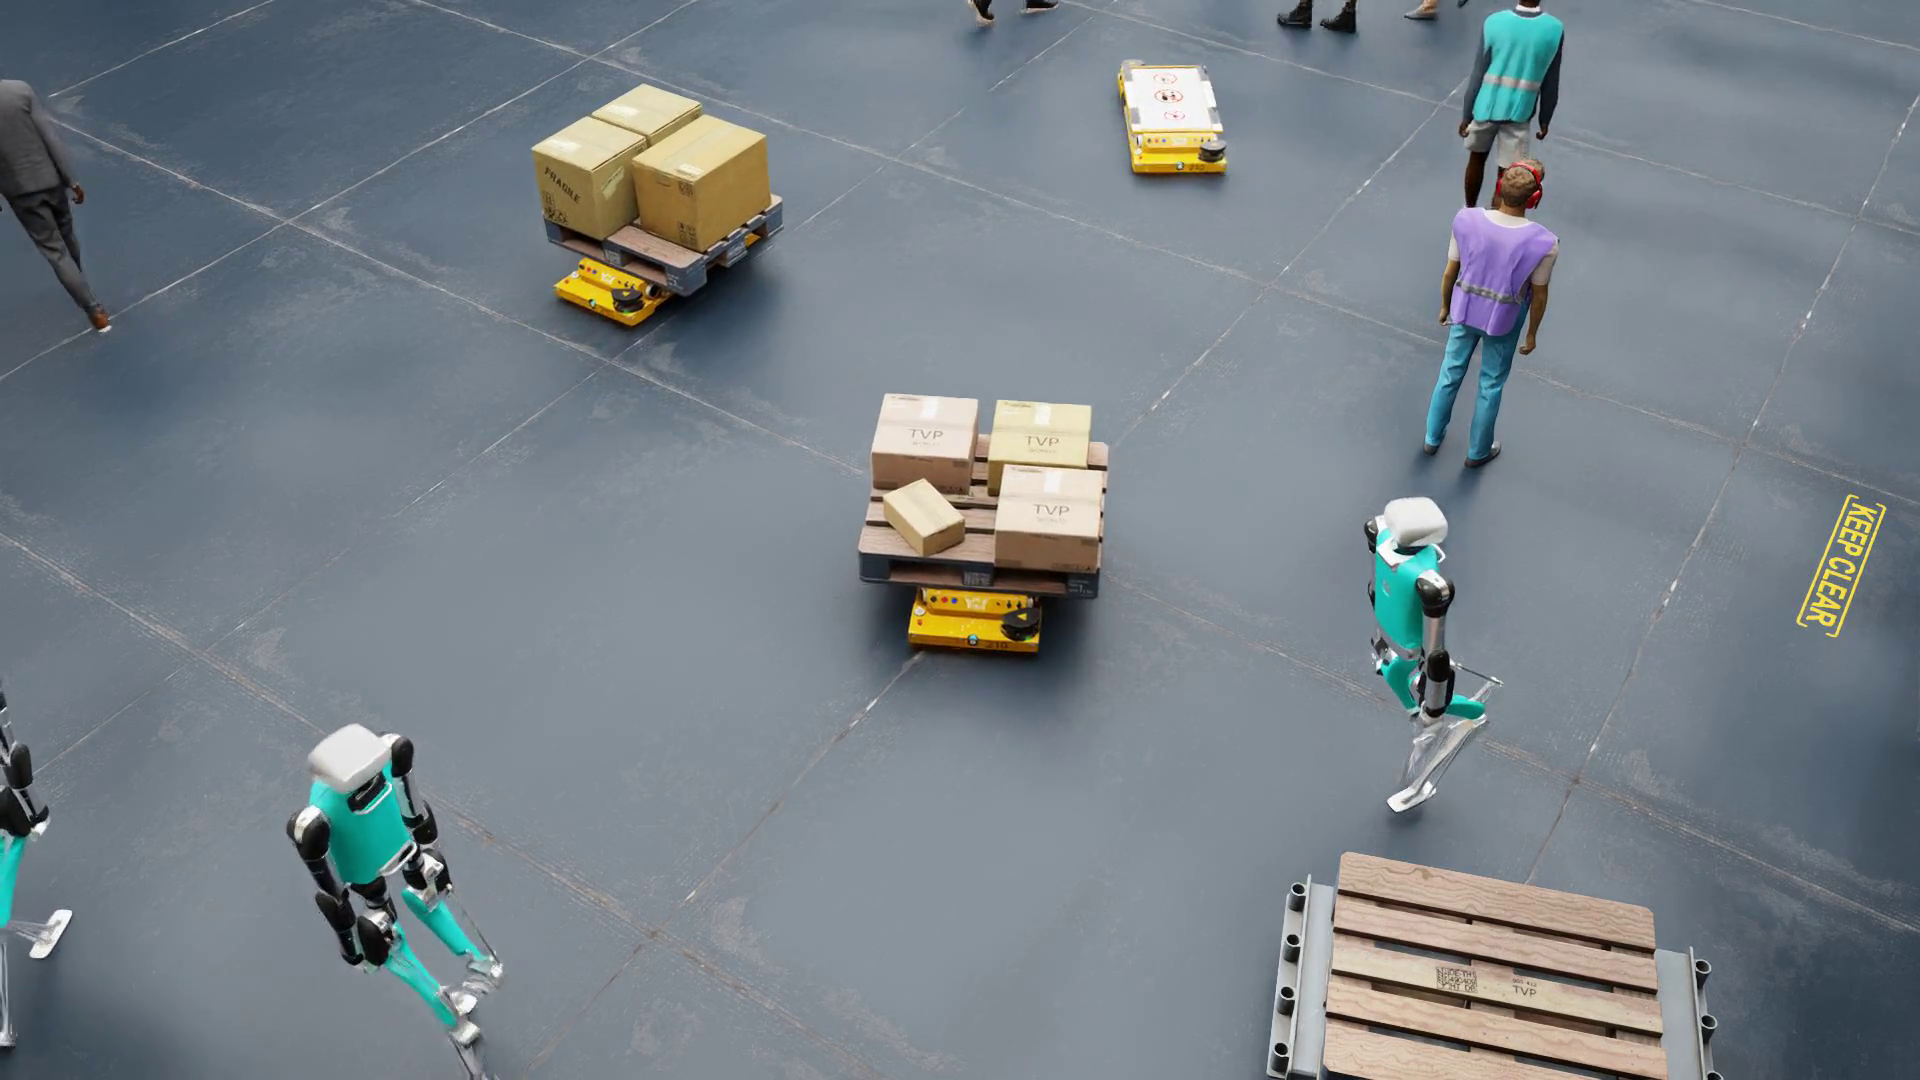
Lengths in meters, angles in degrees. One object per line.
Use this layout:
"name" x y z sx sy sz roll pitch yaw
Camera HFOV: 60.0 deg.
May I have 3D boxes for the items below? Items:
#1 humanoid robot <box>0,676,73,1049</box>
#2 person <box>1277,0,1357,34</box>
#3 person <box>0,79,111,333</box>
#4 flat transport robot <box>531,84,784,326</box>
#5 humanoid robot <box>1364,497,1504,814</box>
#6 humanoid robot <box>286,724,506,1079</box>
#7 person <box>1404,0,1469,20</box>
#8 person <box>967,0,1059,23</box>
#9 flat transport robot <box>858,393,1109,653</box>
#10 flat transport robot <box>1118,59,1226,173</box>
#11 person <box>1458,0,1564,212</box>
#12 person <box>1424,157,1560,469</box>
"humanoid robot" -3.860 1.231 6.343 0.549 1.827 0.881 5 42 6
"person" 2.923 -4.951 13.096 0.768 1.896 0.567 26 48 26
"person" -5.635 -2.151 10.028 0.508 1.807 0.906 -31 50 -30
"flat transport robot" -1.925 -1.902 10.908 0.659 0.231 1.431 24 47 24
"humanoid robot" 2.041 0.559 7.129 0.769 1.887 0.569 -12 43 -13
"humanoid robot" -1.893 1.447 6.113 0.776 1.855 0.541 18 45 19
"person" 3.937 -4.934 13.261 0.563 1.643 0.519 6 42 7
"person" 0.458 -5.038 13.171 0.837 1.933 0.606 -15 44 -16
"flat transport robot" 0.141 0.011 8.767 0.659 0.231 1.431 4 42 5
"flat transport robot" 1.554 -3.144 12.297 0.659 0.231 1.431 0 42 0
"person" 3.489 -2.711 10.602 0.574 1.896 0.791 11 43 12
"person" 2.823 -1.184 8.921 0.565 1.846 0.390 24 47 24
